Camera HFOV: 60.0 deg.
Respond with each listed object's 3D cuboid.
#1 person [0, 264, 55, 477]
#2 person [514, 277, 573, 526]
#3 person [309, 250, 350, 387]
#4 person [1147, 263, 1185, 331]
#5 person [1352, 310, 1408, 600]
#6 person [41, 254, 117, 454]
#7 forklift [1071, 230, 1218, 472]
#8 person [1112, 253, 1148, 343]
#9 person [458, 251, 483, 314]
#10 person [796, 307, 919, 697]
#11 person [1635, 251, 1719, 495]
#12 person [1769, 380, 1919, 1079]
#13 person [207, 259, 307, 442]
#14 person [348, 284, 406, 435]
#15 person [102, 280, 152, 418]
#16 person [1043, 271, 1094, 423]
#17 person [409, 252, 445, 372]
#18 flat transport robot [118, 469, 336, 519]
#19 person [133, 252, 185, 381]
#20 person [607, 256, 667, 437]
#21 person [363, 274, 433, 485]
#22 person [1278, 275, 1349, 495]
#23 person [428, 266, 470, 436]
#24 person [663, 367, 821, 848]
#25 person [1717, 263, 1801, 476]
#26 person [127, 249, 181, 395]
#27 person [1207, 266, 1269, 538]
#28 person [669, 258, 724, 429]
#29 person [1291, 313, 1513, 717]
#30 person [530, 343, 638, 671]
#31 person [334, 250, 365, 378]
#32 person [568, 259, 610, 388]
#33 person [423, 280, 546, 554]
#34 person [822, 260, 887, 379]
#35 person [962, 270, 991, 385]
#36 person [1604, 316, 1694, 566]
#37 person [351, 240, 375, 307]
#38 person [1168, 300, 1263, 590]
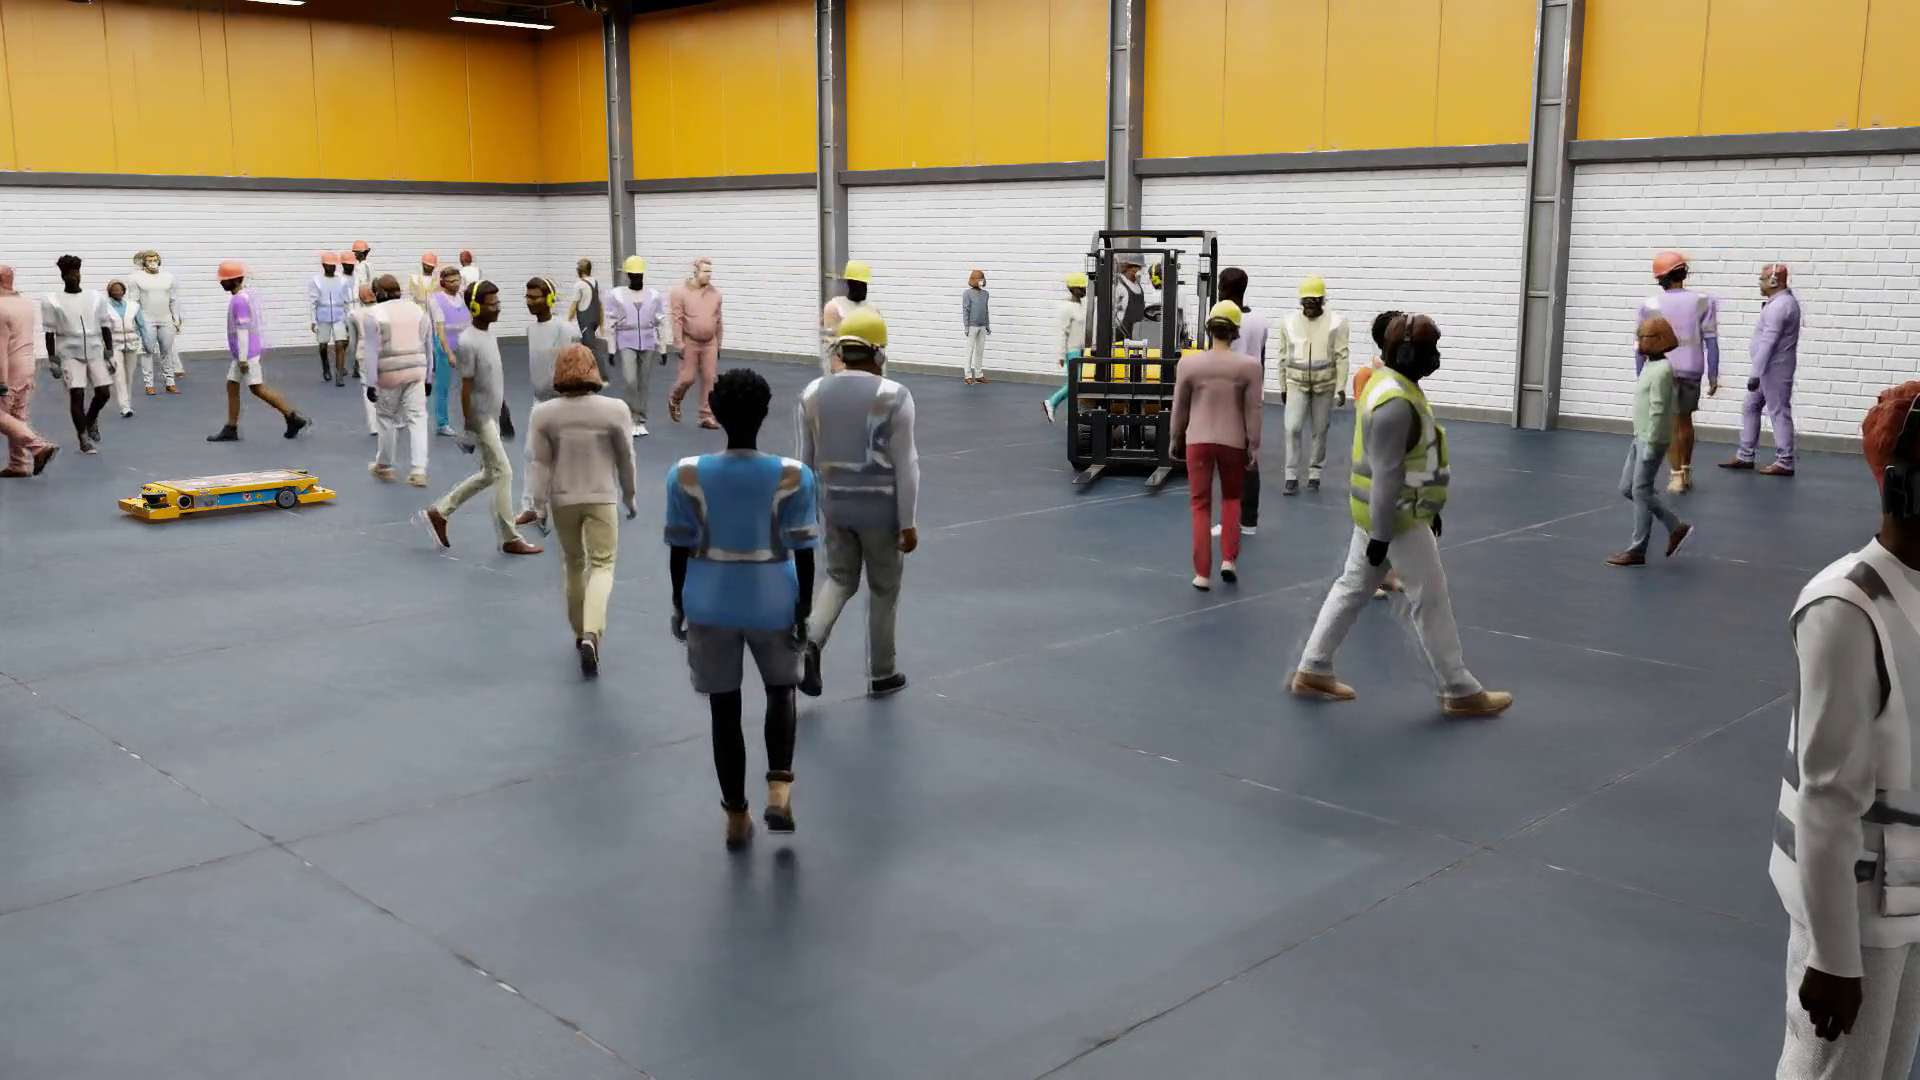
[{"bbox_3d":[-8.276,-1.462,14.537,0.538,1.890,0.646,-1,10,-3],"label":"person"},{"bbox_3d":[-3.011,-1.050,12.457,0.505,1.837,0.913,6,12,31],"label":"person"},{"bbox_3d":[-8.949,-3.146,23.630,0.564,1.923,0.717,-5,12,-26],"label":"person"},{"bbox_3d":[2.323,-2.093,18.122,0.582,1.835,0.691,-7,12,-32],"label":"person"},{"bbox_3d":[2.516,-0.505,9.839,0.539,1.696,0.317,-10,14,-44],"label":"person"},{"bbox_3d":[-8.632,-1.821,16.314,0.642,1.948,0.508,-10,14,-42],"label":"person"},{"bbox_3d":[1.804,-1.825,15.677,1.214,2.155,2.313,2,11,13],"label":"forklift"},{"bbox_3d":[1.964,-2.393,19.192,1.034,2.000,0.696,6,12,28],"label":"person"},{"bbox_3d":[-8.739,-4.192,29.553,0.599,1.841,0.951,-10,14,-42],"label":"person"},{"bbox_3d":[-0.475,-0.138,7.537,0.600,1.817,0.603,5,12,27],"label":"person"},{"bbox_3d":[5.959,-1.399,13.889,0.644,1.995,0.744,2,11,11],"label":"person"},{"bbox_3d":[1.650,0.660,2.979,0.581,1.882,0.351,-10,14,-44],"label":"person"},{"bbox_3d":[-7.325,-1.954,17.229,0.931,1.899,0.553,-4,11,-21],"label":"person"},{"bbox_3d":[-6.281,-1.949,17.929,0.539,1.601,0.747,0,10,-1],"label":"person"},{"bbox_3d":[-9.779,-2.231,19.496,0.531,1.601,0.816,-10,15,-44],"label":"person"},{"bbox_3d":[1.211,-2.075,18.256,0.702,1.747,0.521,7,13,34],"label":"person"},{"bbox_3d":[-8.188,-3.494,25.650,0.553,1.884,0.961,-1,10,-8],"label":"person"},{"bbox_3d":[-5.715,-0.372,13.004,1.431,0.197,0.652,-10,14,-44],"label":"flat transport robot"},{"bbox_3d":[-11.791,-3.275,24.427,0.653,1.883,0.721,6,12,28],"label":"person"},{"bbox_3d":[-3.390,-2.040,17.613,0.613,1.907,0.650,-5,12,-25],"label":"person"},{"bbox_3d":[-4.856,-1.372,14.290,0.895,1.787,0.666,10,14,43],"label":"person"},{"bbox_3d":[2.894,-1.266,13.686,0.598,1.800,0.713,3,11,16],"label":"person"},{"bbox_3d":[-5.275,-1.967,17.522,0.870,1.796,0.577,5,12,27],"label":"person"},{"bbox_3d":[-0.755,0.243,5.790,0.540,1.685,0.362,-1,10,-6],"label":"person"},{"bbox_3d":[7.140,-1.519,14.854,0.791,1.875,0.675,6,12,31],"label":"person"},{"bbox_3d":[-10.799,-2.918,22.335,0.634,1.939,0.367,-10,14,-44],"label":"person"},{"bbox_3d":[1.947,-0.961,11.728,0.596,1.915,0.373,-10,14,-44],"label":"person"},{"bbox_3d":[-2.935,-2.174,18.431,0.660,1.885,0.618,-7,13,-35],"label":"person"},{"bbox_3d":[1.971,-0.113,7.446,0.963,1.797,0.620,2,11,8],"label":"person"},{"bbox_3d":[-1.878,-0.173,8.278,0.496,1.605,0.744,0,10,-1],"label":"person"},{"bbox_3d":[-9.109,-3.357,24.796,0.525,1.916,0.580,9,14,40],"label":"person"},{"bbox_3d":[-5.293,-3.035,23.360,0.959,1.793,0.513,5,11,24],"label":"person"},{"bbox_3d":[-3.221,-0.812,11.123,0.798,1.844,0.537,0,10,1],"label":"person"},{"bbox_3d":[-0.903,-1.497,14.652,0.623,1.910,0.454,-9,14,-41],"label":"person"},{"bbox_3d":[0.242,-3.056,23.919,0.505,1.633,0.279,-10,14,-44],"label":"person"},{"bbox_3d":[4.452,-0.622,10.659,0.455,1.618,0.516,3,11,14],"label":"person"},{"bbox_3d":[-10.100,-4.043,28.183,0.375,2.043,0.610,-1,10,-5],"label":"person"},{"bbox_3d":[1.543,-0.572,10.088,0.540,1.745,0.512,1,10,4],"label":"person"}]
